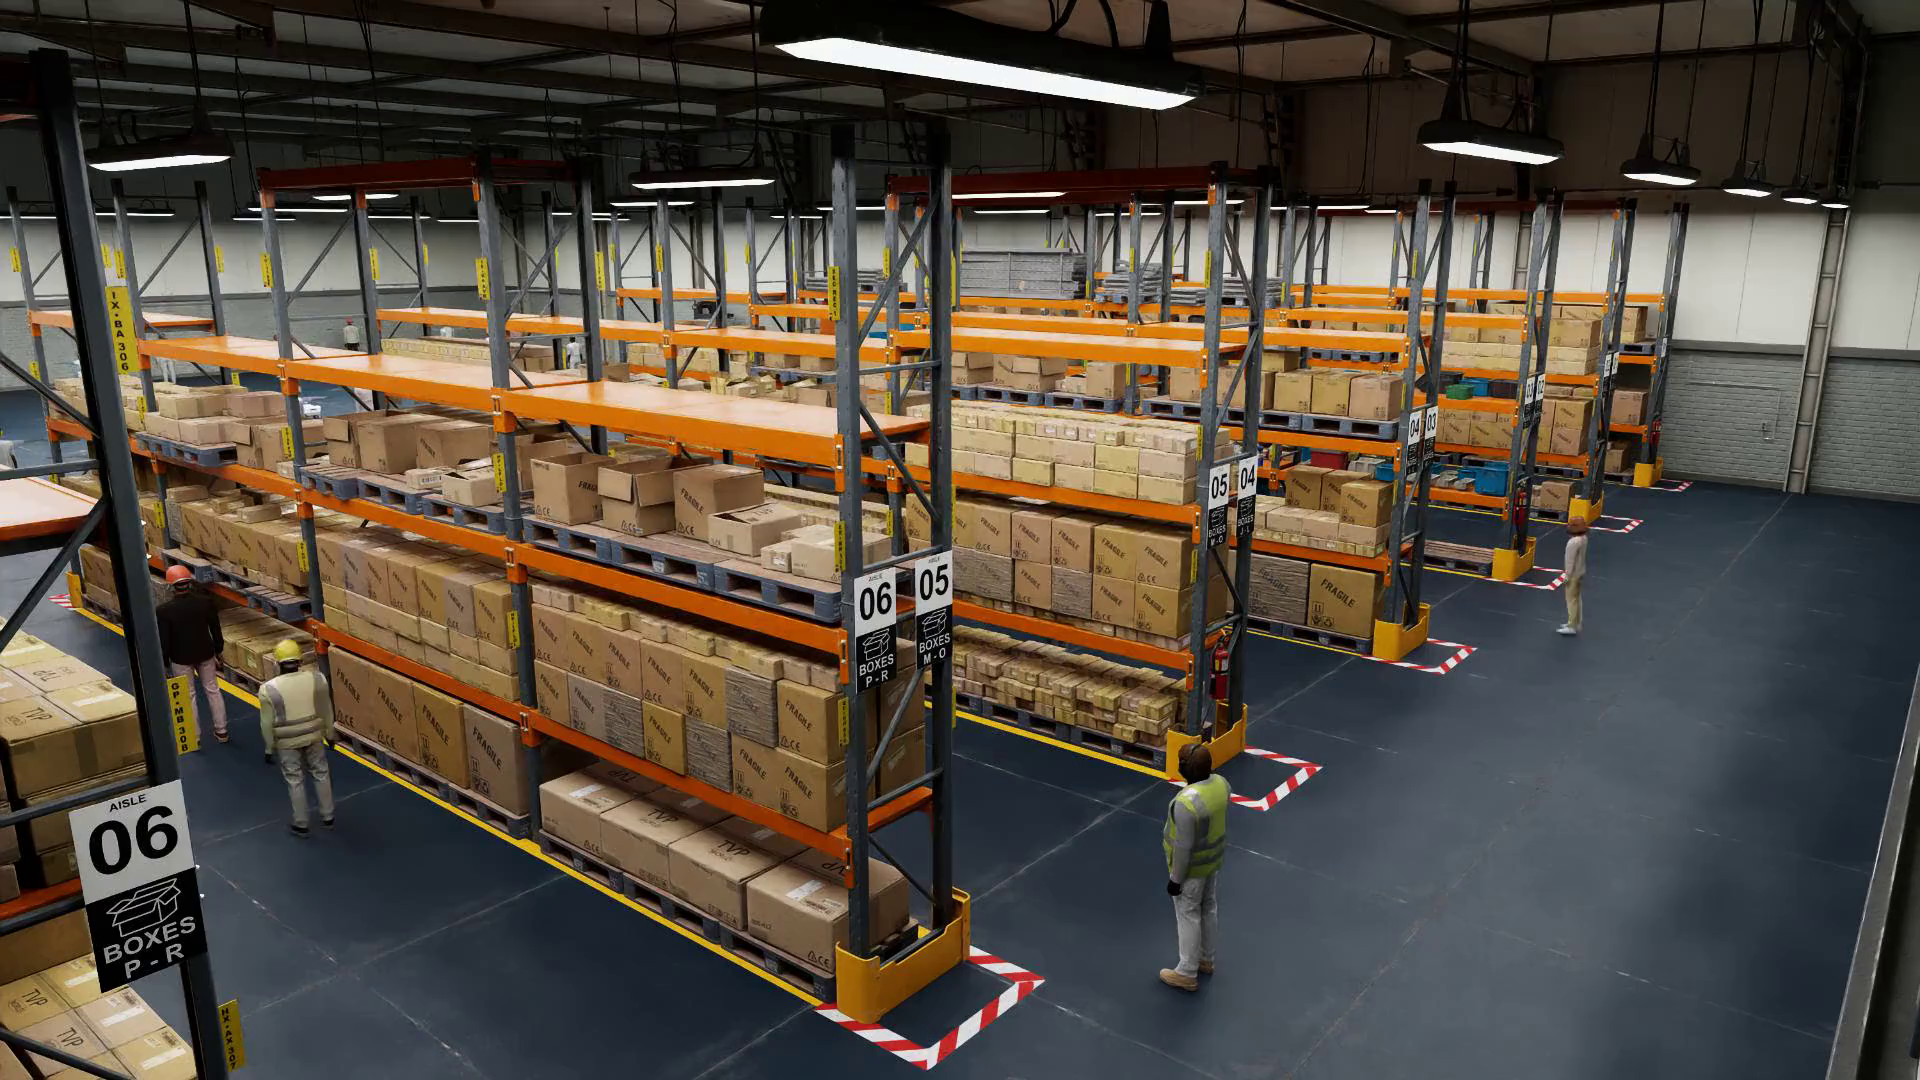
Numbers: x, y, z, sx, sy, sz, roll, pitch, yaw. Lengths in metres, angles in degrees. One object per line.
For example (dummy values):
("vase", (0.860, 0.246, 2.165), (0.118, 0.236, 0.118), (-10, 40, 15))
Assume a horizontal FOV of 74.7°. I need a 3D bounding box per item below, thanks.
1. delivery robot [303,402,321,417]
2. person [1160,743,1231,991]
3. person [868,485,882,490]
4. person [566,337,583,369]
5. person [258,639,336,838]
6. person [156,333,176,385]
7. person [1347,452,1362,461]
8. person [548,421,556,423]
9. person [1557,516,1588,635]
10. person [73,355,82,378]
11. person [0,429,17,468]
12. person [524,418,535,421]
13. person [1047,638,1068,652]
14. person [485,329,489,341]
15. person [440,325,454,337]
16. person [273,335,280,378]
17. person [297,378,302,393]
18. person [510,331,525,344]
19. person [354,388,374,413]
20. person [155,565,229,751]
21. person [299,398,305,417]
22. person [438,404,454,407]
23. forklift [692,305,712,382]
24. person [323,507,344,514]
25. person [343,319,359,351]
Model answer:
("delivery robot", (-19.228, -3.818, 37.073), (0.477, 0.478, 0.707), (11, 17, 38))
("person", (1.688, 2.346, 9.146), (0.429, 1.839, 0.633), (11, 17, 38))
("person", (-1.620, -1.385, 24.069), (0.390, 2.040, 0.614), (11, 17, 38))
("person", (-13.610, -6.305, 44.469), (0.368, 1.961, 0.613), (11, 17, 38))
("person", (-6.012, 1.797, 11.463), (0.612, 1.821, 0.407), (-13, 19, -42))
("person", (-28.473, -6.453, 45.137), (0.356, 1.936, 0.635), (11, 17, 38))
("person", (7.621, -1.362, 24.442), (0.398, 1.830, 0.529), (10, 17, 37))
("person", (-9.830, -2.949, 30.718), (0.352, 1.937, 0.635), (11, 17, 38))
("person", (8.430, 0.493, 17.275), (0.534, 1.633, 0.343), (-13, 19, -43))
("person", (-28.532, -5.298, 41.042), (0.533, 1.629, 0.327), (-13, 19, -42))
("person", (-18.179, -1.255, 23.905), (0.310, 1.864, 0.533), (11, 17, 38))
("person", (-8.507, -1.578, 24.958), (0.703, 2.000, 0.538), (-12, 18, -41))
("person", (1.202, 0.655, 16.124), (0.404, 1.827, 0.600), (11, 17, 38))
("person", (-17.576, -6.964, 47.246), (0.378, 1.932, 0.551), (11, 17, 38))
("person", (-21.170, -8.130, 52.019), (0.409, 1.943, 0.615), (11, 17, 38))
("person", (-25.987, -7.012, 48.061), (0.310, 1.638, 0.522), (11, 17, 38))
("person", (-23.148, -6.099, 43.528), (0.433, 2.031, 0.652), (9, 16, 32))
("person", (-18.202, -8.051, 51.774), (0.403, 1.906, 0.651), (11, 17, 38))
("person", (-15.239, -3.343, 32.412), (0.403, 1.904, 0.651), (11, 17, 38))
("person", (-8.171, 1.236, 13.391), (0.402, 1.990, 0.622), (11, 17, 38))
("person", (-15.881, -2.756, 29.949), (0.381, 1.924, 0.594), (11, 17, 38))
("person", (-13.166, -3.304, 32.329), (0.310, 1.868, 0.533), (11, 17, 38))
("forklift", (-9.511, -7.392, 47.124), (1.873, 2.768, 1.129), (11, 17, 38))
("person", (-12.100, -1.328, 24.051), (0.352, 1.937, 0.635), (11, 17, 38))
("person", (-25.211, -8.195, 52.183), (0.396, 1.992, 0.622), (11, 17, 38))
